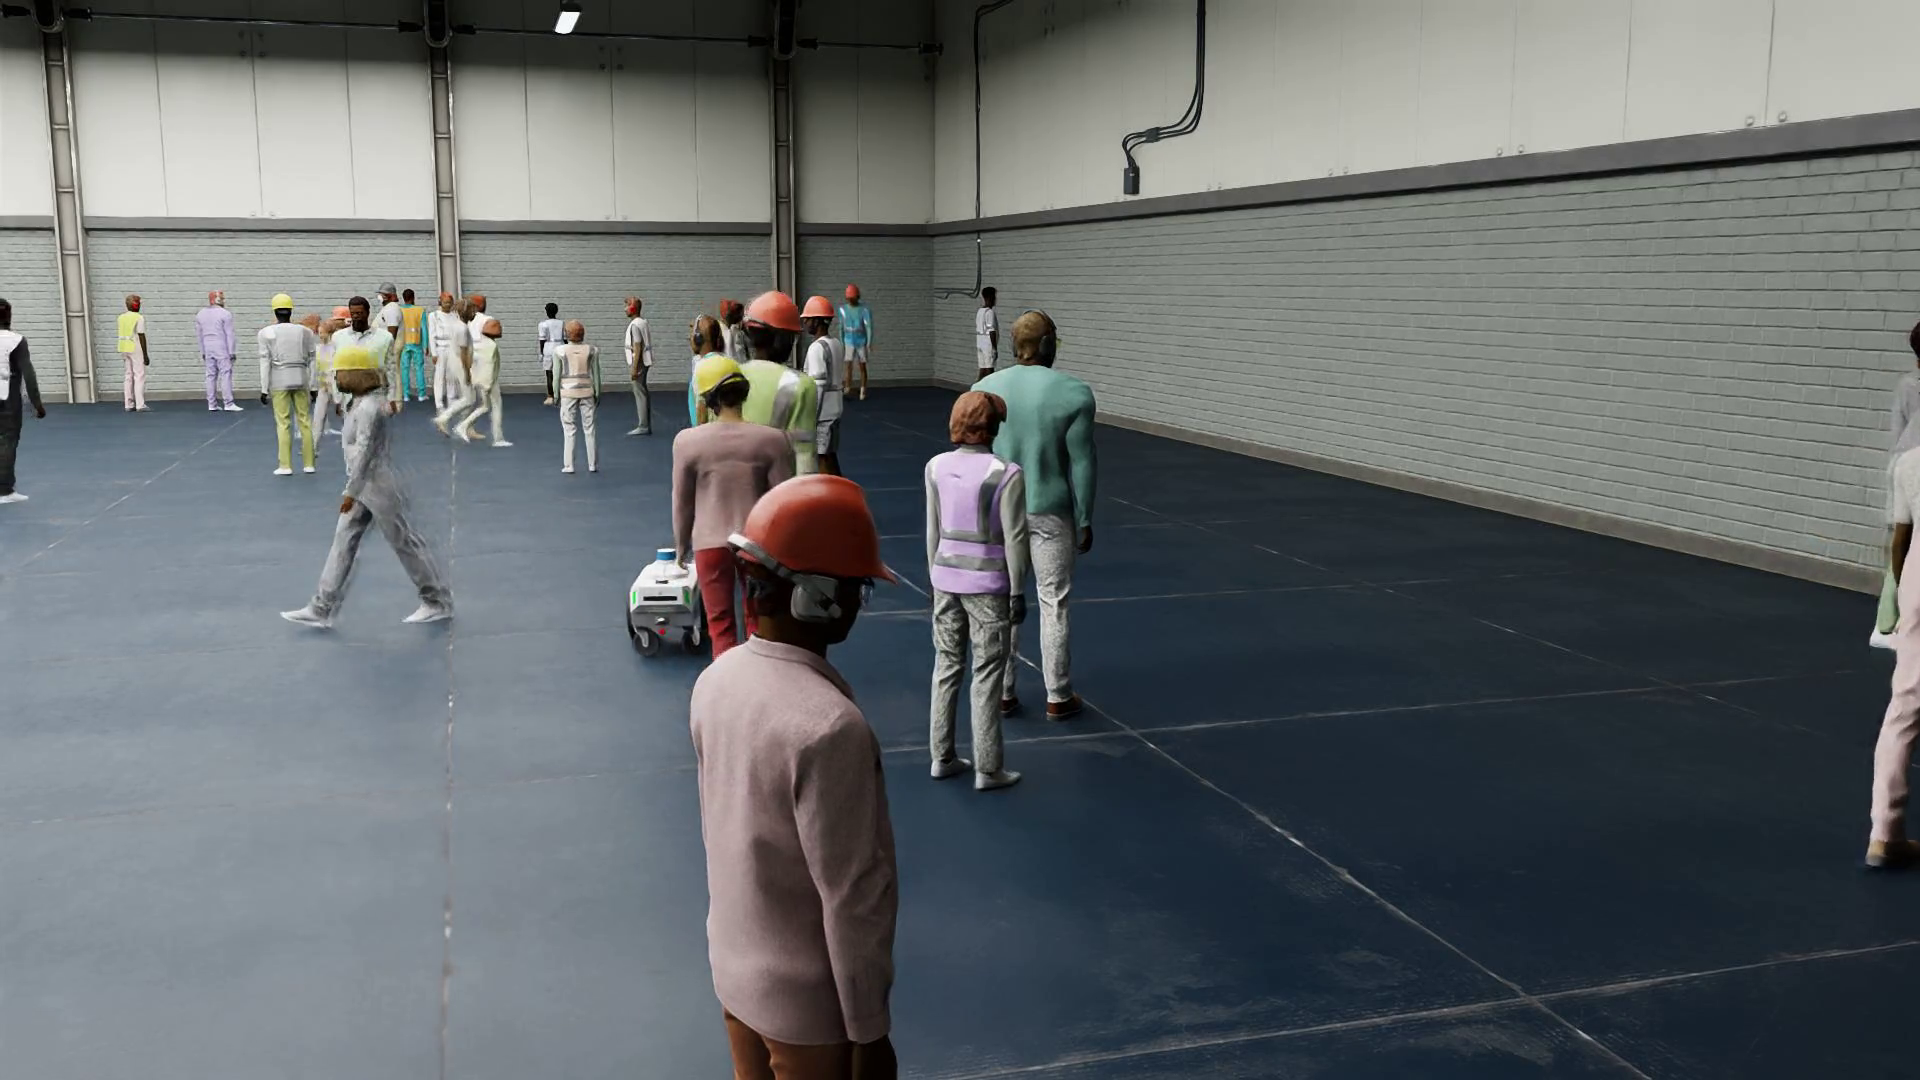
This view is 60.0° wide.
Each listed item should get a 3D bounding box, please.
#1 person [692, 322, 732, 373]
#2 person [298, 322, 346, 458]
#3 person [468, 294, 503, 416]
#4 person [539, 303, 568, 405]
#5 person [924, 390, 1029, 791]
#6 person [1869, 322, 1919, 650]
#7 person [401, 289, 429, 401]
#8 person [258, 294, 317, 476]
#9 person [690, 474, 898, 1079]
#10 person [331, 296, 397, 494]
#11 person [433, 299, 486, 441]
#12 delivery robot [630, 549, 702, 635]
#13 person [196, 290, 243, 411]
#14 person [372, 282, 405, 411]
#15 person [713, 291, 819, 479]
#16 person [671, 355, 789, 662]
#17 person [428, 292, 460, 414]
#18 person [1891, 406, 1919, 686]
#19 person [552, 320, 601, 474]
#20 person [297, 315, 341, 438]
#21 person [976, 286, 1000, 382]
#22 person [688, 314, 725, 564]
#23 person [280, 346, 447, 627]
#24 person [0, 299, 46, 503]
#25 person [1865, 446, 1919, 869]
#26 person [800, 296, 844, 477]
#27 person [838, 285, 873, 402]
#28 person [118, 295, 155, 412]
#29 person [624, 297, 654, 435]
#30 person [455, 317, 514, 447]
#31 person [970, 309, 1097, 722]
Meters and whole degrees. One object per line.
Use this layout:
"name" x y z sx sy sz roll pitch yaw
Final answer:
"person" -2.183 -1.112 14.862 0.493 1.734 0.428 6 11 34
"person" -7.334 -1.750 19.408 0.531 1.579 0.882 4 10 25
"person" -7.262 -2.776 25.098 0.599 1.883 0.588 3 9 17
"person" -6.731 -3.085 27.581 0.533 1.697 0.318 -7 11 -38
"person" 0.057 0.205 6.815 0.510 1.630 0.314 7 12 40
"person" 5.372 -0.302 9.361 0.400 1.884 0.579 4 10 25
"person" -9.407 -3.335 28.492 0.587 1.914 0.390 -1 9 -6
"person" -7.138 -1.644 17.665 0.593 1.923 0.382 -8 12 -41
"person" -0.258 0.754 2.921 0.331 1.747 0.559 -6 10 -32
"person" -5.732 -1.385 16.031 0.592 1.917 0.375 -1 9 -9
"person" -6.405 -2.151 21.210 0.552 1.827 0.569 -3 9 -16
"delivery robot" -1.648 0.293 9.364 0.477 0.478 0.707 -1 9 -4
"person" -11.673 -2.972 26.206 0.642 1.905 0.399 3 9 16
"person" -9.040 -3.048 26.254 0.539 2.000 0.688 -2 9 -13
"person" -0.947 -0.172 7.972 0.603 2.027 0.557 5 10 27
"person" -1.049 0.030 7.606 0.522 1.734 0.645 -2 9 -15
"person" -7.938 -2.886 25.714 0.355 1.886 0.572 6 11 33
"person" 4.984 -0.244 8.363 0.682 2.000 0.537 -8 12 -42
"person" -4.103 -1.526 17.816 0.524 1.639 0.306 -4 10 -26
"person" -8.418 -2.136 21.815 0.669 1.613 0.514 -3 9 -17
"person" 0.464 -3.127 26.993 0.367 1.965 0.607 -3 10 -21
"person" -1.763 -0.663 11.716 0.372 1.835 0.523 2 9 10
"person" -3.539 -0.305 9.900 0.937 1.699 0.498 -6 10 -32
"person" -8.905 -1.296 15.545 0.589 1.899 0.543 3 9 17
"person" 3.598 0.258 5.958 0.981 1.791 0.518 -7 11 -38
"person" -1.156 -1.046 13.810 0.354 1.939 0.544 2 9 13
"person" -1.775 -3.345 28.335 0.643 1.969 1.060 2 9 11
"person" -12.939 -2.909 26.033 0.560 1.837 0.390 5 10 31
"person" -4.274 -2.314 22.189 0.373 1.843 0.571 0 9 -3
"person" -5.898 -1.943 20.543 0.622 1.613 0.513 -6 11 -32
"person" 0.334 -0.110 7.838 0.630 1.936 0.366 3 9 17
